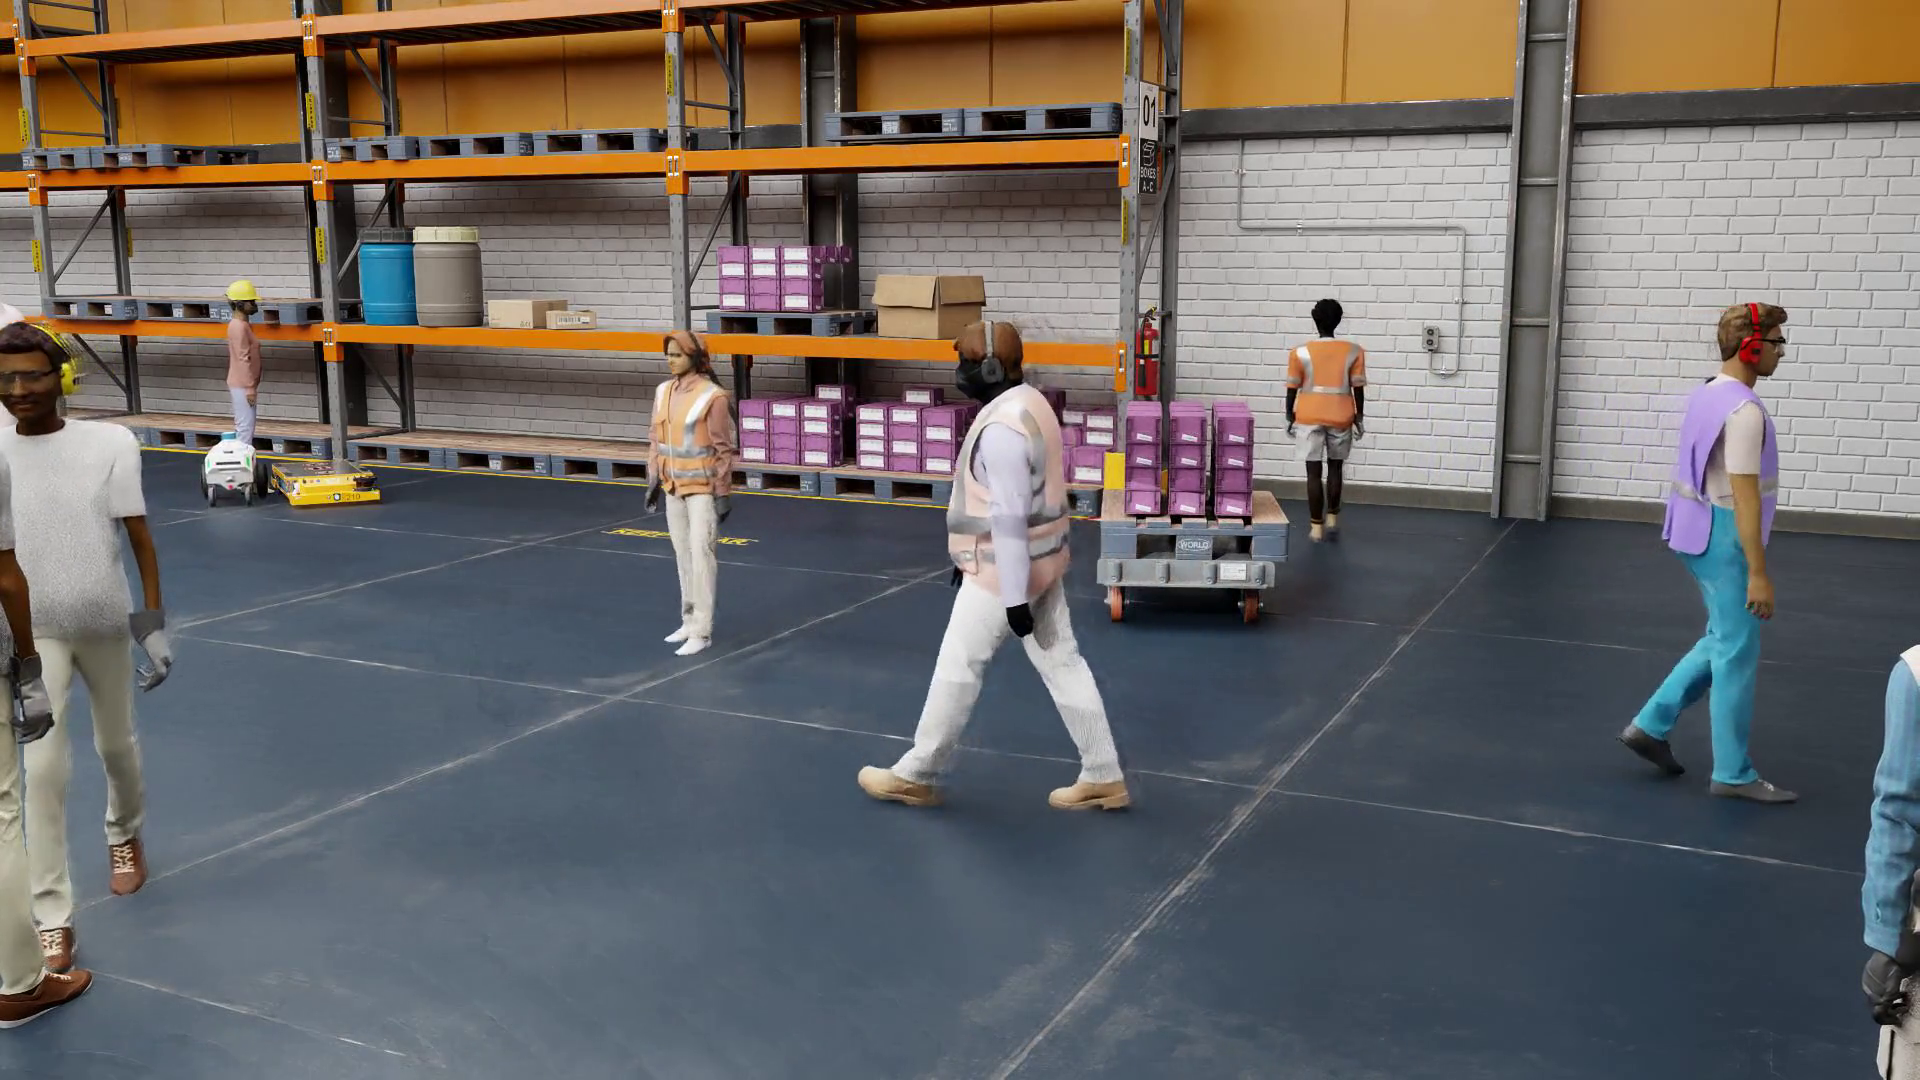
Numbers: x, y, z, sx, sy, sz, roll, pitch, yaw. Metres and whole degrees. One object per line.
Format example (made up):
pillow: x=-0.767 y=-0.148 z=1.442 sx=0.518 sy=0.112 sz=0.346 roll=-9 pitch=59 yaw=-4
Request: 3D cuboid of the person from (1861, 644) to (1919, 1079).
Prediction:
person: x=1.796 y=0.723 z=2.819 sx=0.514 sy=1.641 sz=0.307 roll=2 pitch=10 yaw=13

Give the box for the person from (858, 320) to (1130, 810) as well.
person: x=0.160 y=0.109 z=5.953 sx=0.996 sy=1.785 sz=0.609 roll=3 pitch=10 yaw=18

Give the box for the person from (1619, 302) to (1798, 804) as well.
person: x=2.819 y=0.051 z=6.105 sx=0.496 sy=1.841 sz=0.598 roll=2 pitch=10 yaw=13

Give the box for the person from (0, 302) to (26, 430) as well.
person: x=-7.411 y=-1.123 z=12.626 sx=0.642 sy=1.909 sz=0.399 roll=-4 pitch=11 yaw=-23

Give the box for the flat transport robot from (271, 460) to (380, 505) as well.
flat transport robot: x=-5.235 y=-0.488 z=13.670 sx=0.652 sy=0.197 sz=1.431 roll=-5 pitch=11 yaw=-28

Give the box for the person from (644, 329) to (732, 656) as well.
person: x=-1.370 y=-0.251 z=8.432 sx=0.518 sy=1.641 sz=0.336 roll=9 pitch=13 yaw=40

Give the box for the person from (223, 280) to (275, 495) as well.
person: x=-5.918 y=-1.261 z=13.818 sx=0.314 sy=1.769 sz=0.524 roll=-5 pitch=11 yaw=-26

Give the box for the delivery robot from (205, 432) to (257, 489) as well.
delivery robot: x=-5.857 y=-0.626 z=13.364 sx=0.477 sy=0.478 sz=0.707 roll=-4 pitch=10 yaw=-20

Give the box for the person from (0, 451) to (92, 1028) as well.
person: x=-2.618 y=0.348 z=4.309 sx=0.517 sy=1.873 sz=0.328 roll=0 pitch=10 yaw=0

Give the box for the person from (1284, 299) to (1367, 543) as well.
person: x=2.528 y=-0.837 z=11.603 sx=0.557 sy=1.676 sz=0.528 roll=1 pitch=10 yaw=3

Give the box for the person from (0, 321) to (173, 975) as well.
person: x=-2.613 y=0.270 z=4.922 sx=0.546 sy=1.840 sz=0.838 roll=-5 pitch=11 yaw=-26
